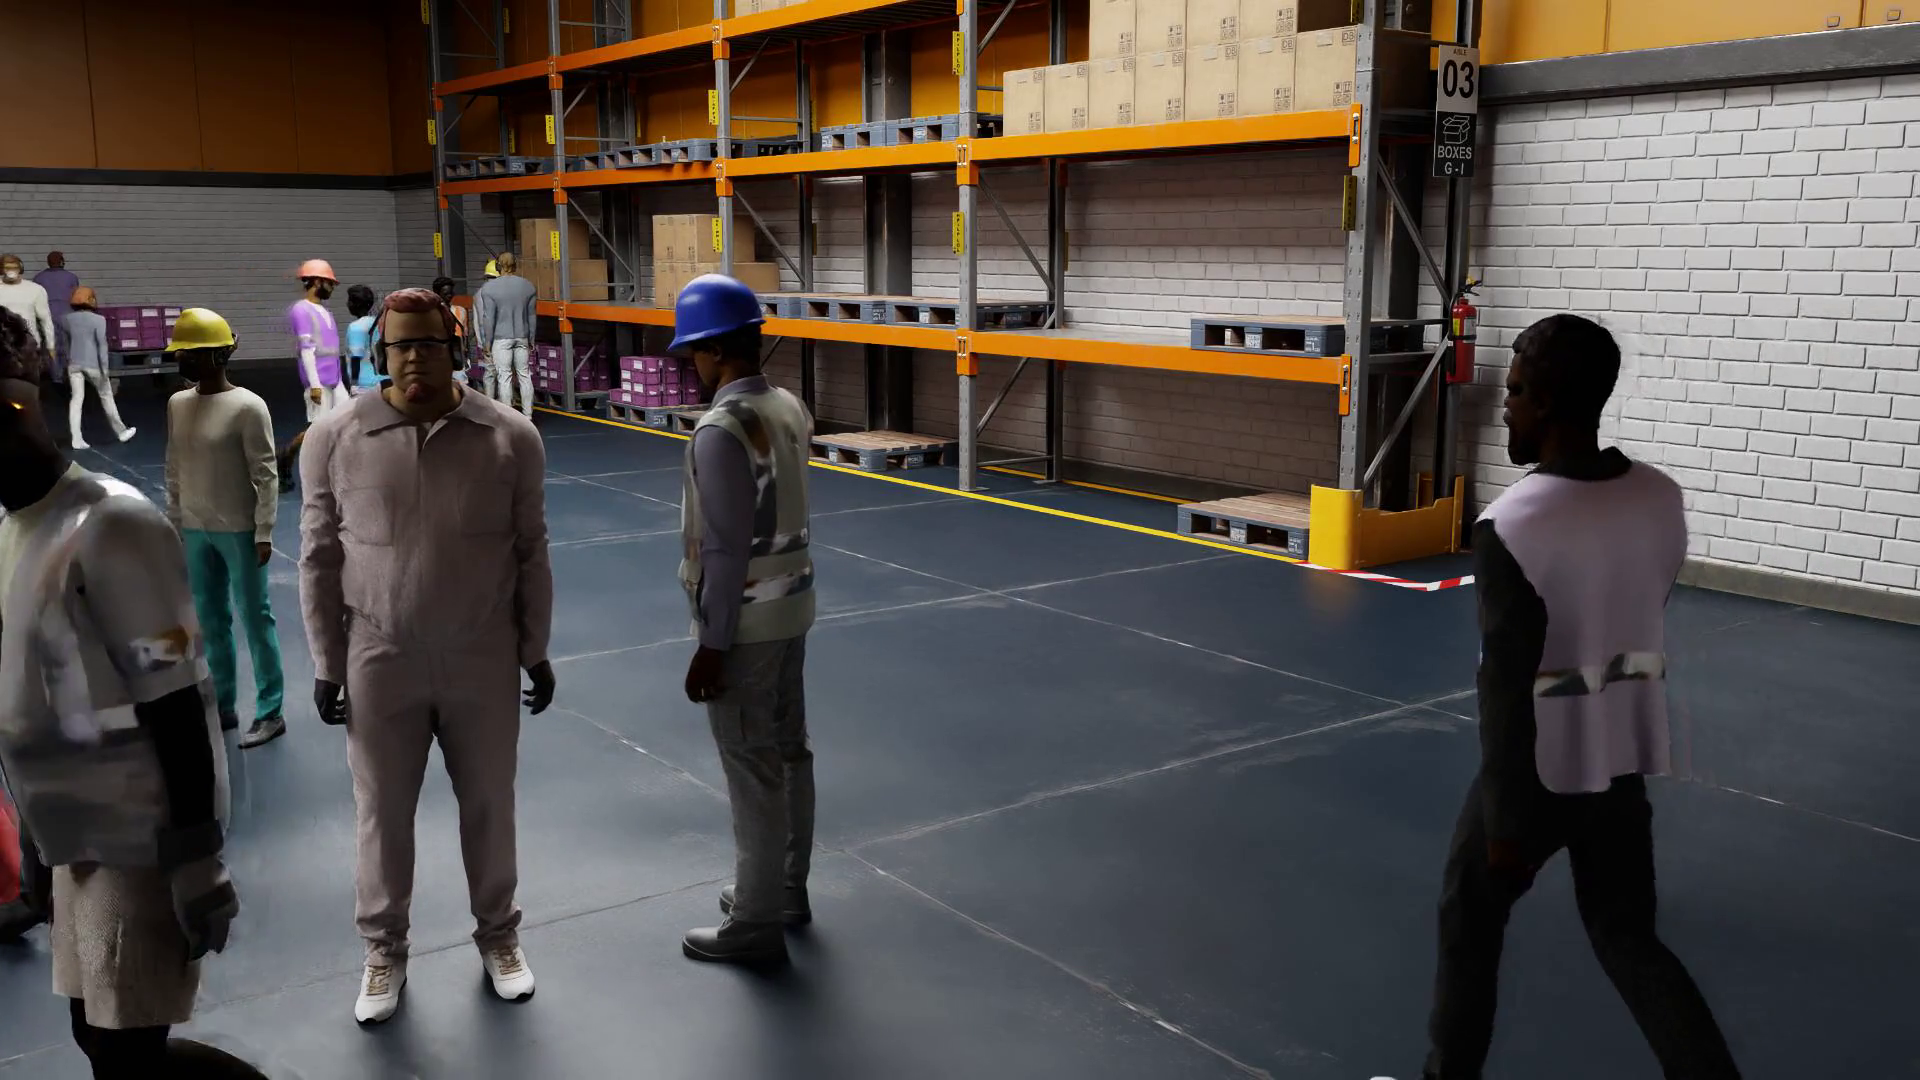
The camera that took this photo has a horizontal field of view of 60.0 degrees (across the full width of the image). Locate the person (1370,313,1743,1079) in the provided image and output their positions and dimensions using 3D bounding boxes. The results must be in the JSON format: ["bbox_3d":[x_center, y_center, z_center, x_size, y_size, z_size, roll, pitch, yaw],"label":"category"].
[{"bbox_3d":[1.304,0.480,3.444,0.582,1.891,0.920,-6,12,-29],"label":"person"}]

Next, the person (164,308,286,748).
[{"bbox_3d":[-2.983,-0.042,6.696,0.533,1.768,0.311,4,11,21],"label":"person"}]

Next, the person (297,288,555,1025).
[{"bbox_3d":[-1.384,0.302,4.375,0.638,1.909,0.408,-4,11,-21],"label":"person"}]

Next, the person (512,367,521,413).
[{"bbox_3d":[-5.409,-2.280,19.625,0.497,1.629,0.277,-9,13,-40],"label":"person"}]

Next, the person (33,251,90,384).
[{"bbox_3d":[-12.945,-3.197,23.971,0.638,1.911,0.402,-1,10,-5],"label":"person"}]

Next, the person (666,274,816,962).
[{"bbox_3d":[-0.611,0.226,4.717,0.406,1.937,0.602,3,10,14],"label":"person"}]

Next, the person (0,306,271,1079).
[{"bbox_3d":[-1.536,0.527,3.061,0.676,1.928,0.623,9,14,43],"label":"person"}]

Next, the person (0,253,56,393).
[{"bbox_3d":[-9.755,-2.002,17.271,0.658,1.909,0.849,-7,12,-34],"label":"person"}]

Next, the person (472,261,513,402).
[{"bbox_3d":[-5.202,-2.213,18.733,0.609,1.830,0.453,6,12,31],"label":"person"}]

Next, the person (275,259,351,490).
[{"bbox_3d":[-5.155,-1.294,13.351,0.793,1.893,0.571,2,10,9],"label":"person"}]

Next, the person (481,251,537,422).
[{"bbox_3d":[-4.911,-2.173,18.148,0.630,1.940,0.372,-9,13,-41],"label":"person"}]

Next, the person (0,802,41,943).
[{"bbox_3d":[-3.046,0.327,4.713,0.844,1.731,0.529,5,11,25],"label":"person"}]

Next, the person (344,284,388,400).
[{"bbox_3d":[-5.017,-1.344,14.222,0.570,1.676,0.540,0,10,1],"label":"person"}]

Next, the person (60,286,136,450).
[{"bbox_3d":[-8.639,-1.718,16.551,0.512,1.588,0.829,1,10,4],"label":"person"}]

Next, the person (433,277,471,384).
[{"bbox_3d":[-5.239,-1.838,16.982,0.320,1.687,0.533,9,13,40],"label":"person"}]
